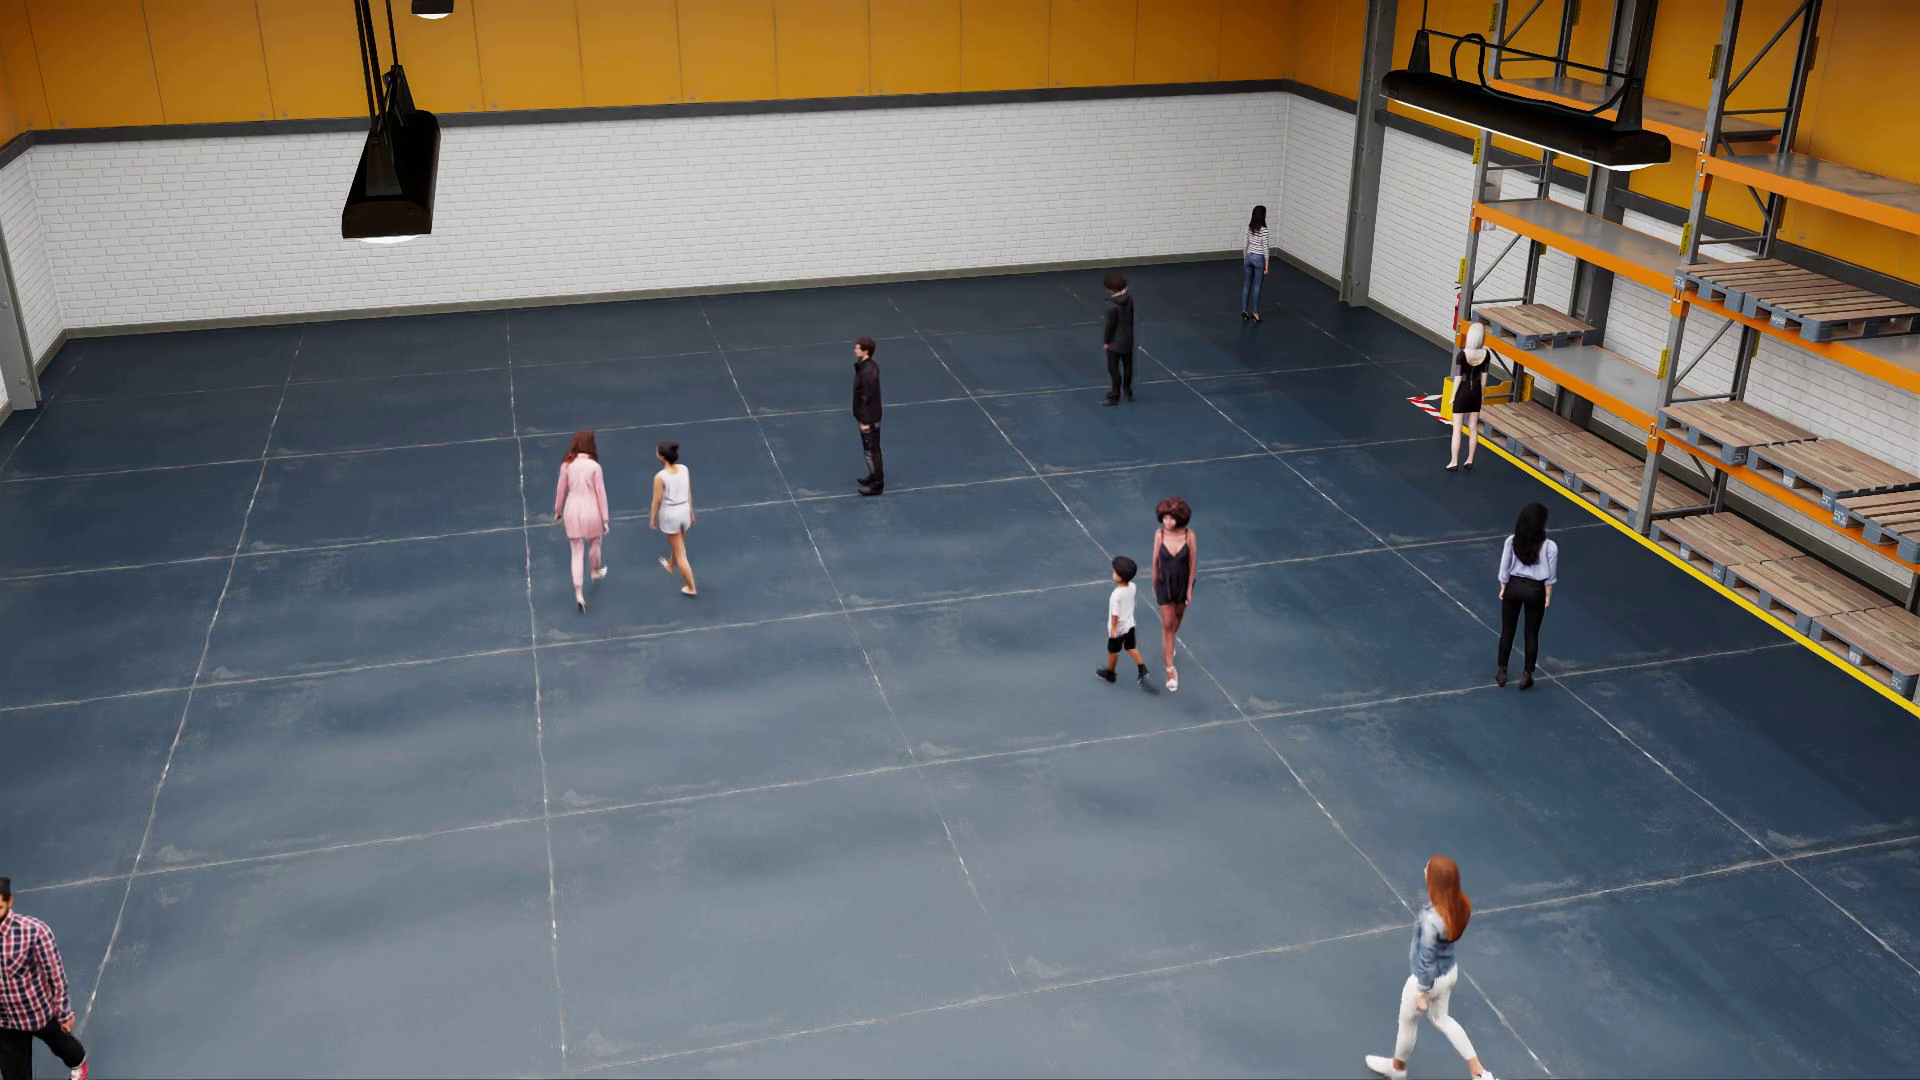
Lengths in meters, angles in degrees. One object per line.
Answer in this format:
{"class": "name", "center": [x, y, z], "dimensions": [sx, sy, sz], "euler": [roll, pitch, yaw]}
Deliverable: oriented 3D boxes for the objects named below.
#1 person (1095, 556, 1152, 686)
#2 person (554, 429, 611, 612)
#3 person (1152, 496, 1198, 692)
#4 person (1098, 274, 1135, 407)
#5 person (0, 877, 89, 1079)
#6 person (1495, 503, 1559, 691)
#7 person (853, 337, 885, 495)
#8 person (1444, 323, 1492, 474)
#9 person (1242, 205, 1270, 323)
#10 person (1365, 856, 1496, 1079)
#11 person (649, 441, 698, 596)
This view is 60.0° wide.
{"class": "person", "center": [1.491, 0.736, 14.792], "dimensions": [0.850, 1.249, 0.716], "euler": [21, 31, 39]}
{"class": "person", "center": [-3.676, -0.149, 16.190], "dimensions": [0.986, 1.752, 1.192], "euler": [0, 24, 1]}
{"class": "person", "center": [1.929, 0.411, 14.935], "dimensions": [0.768, 1.729, 1.150], "euler": [1, 24, 3]}
{"class": "person", "center": [2.162, -2.663, 21.942], "dimensions": [0.905, 1.749, 0.828], "euler": [-13, 27, -26]}
{"class": "person", "center": [-5.431, 2.687, 9.720], "dimensions": [0.782, 1.737, 1.167], "euler": [-4, 24, -8]}
{"class": "person", "center": [4.992, 0.496, 14.721], "dimensions": [0.720, 1.746, 0.759], "euler": [11, 26, 23]}
{"class": "person", "center": [-1.031, -1.434, 19.020], "dimensions": [0.813, 1.838, 0.584], "euler": [-1, 24, -3]}
{"class": "person", "center": [5.988, -1.680, 19.594], "dimensions": [0.587, 1.830, 0.503], "euler": [-5, 24, -11]}
{"class": "person", "center": [4.521, -4.231, 25.474], "dimensions": [0.734, 1.794, 0.608], "euler": [-20, 31, -38]}
{"class": "person", "center": [2.897, 2.637, 9.900], "dimensions": [1.123, 1.685, 0.939], "euler": [21, 31, 39]}
{"class": "person", "center": [-2.779, -0.193, 16.496], "dimensions": [1.071, 1.587, 0.899], "euler": [21, 31, 39]}
